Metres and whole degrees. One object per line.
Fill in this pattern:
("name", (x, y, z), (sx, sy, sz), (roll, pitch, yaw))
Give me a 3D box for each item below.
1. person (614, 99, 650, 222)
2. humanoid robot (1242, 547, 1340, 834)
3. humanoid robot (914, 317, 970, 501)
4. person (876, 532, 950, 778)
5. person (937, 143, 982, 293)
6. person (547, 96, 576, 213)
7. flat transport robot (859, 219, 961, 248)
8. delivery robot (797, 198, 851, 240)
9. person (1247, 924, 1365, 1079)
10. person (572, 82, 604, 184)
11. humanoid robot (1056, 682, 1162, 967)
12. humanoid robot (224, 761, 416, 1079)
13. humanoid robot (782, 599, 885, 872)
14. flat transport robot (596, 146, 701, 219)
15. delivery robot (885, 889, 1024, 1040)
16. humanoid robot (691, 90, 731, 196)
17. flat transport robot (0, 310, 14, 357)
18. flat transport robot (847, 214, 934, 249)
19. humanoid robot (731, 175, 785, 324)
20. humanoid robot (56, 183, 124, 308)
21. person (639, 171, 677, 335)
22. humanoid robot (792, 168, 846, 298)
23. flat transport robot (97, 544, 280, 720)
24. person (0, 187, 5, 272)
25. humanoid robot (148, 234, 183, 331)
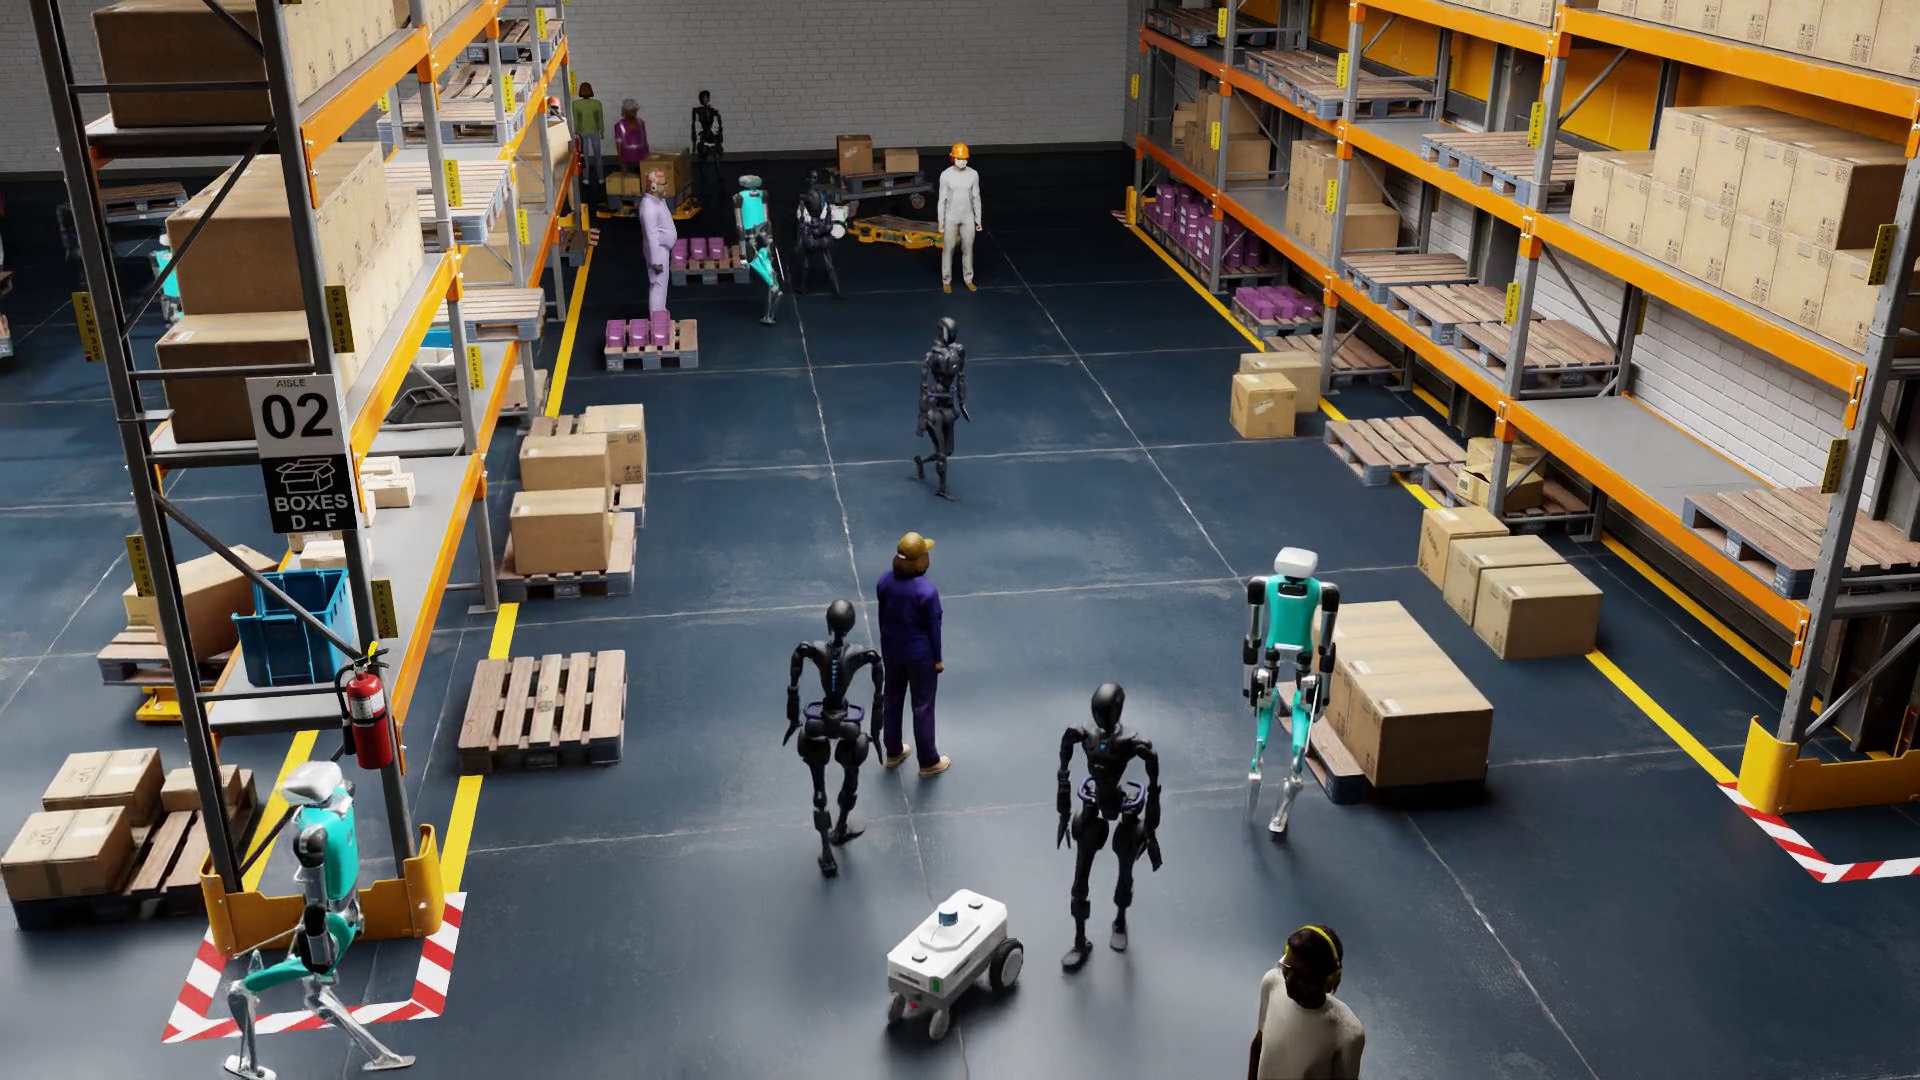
("person", (-4.811, -5.630, 24.604), (0.549, 1.773, 0.971), (-7, 25, -16))
("humanoid robot", (1.867, 1.018, 9.646), (0.536, 1.869, 0.738), (6, 24, 14))
("humanoid robot", (-0.234, -1.193, 14.664), (0.642, 1.628, 0.610), (20, 31, 38))
("person", (-0.296, 0.702, 10.387), (0.452, 1.623, 0.352), (16, 28, 31))
("person", (-0.004, -4.041, 20.881), (0.560, 1.888, 0.399), (-5, 24, -12))
("person", (-6.017, -5.773, 24.987), (0.558, 1.747, 0.330), (-5, 24, -11))
("flat transport robot", (-0.653, -4.337, 23.559), (1.431, 0.231, 0.659), (6, 25, 14))
("delivery robot", (-1.956, -4.607, 23.783), (0.739, 0.566, 0.499), (1, 24, 3))
("person", (1.284, 2.284, 6.479), (0.329, 1.876, 0.507), (-19, 30, -37))
("person", (-6.028, -6.610, 27.048), (0.492, 1.624, 0.279), (-6, 25, -14))
("humanoid robot", (0.782, 1.452, 8.635), (0.585, 1.642, 0.459), (8, 25, 18))
("humanoid robot", (-3.181, 1.826, 7.735), (0.984, 1.775, 0.542), (-1, 24, -1))
("humanoid robot", (-0.729, 1.095, 9.471), (0.609, 1.651, 0.527), (1, 24, 3))
("flat transport robot", (-4.694, -5.004, 25.079), (1.431, 0.231, 0.659), (2, 24, 5))
("delivery robot", (-0.043, 2.121, 8.514), (0.499, 0.614, 0.797), (15, 28, 30))
("humanoid robot", (-3.934, -6.223, 26.099), (0.604, 1.643, 0.370), (9, 25, 19))
("flat transport robot", (-10.973, -1.942, 18.102), (0.659, 0.231, 1.431), (-13, 27, -27))
("flat transport robot", (-0.897, -4.391, 23.682), (0.659, 0.231, 1.431), (-22, 32, -40))
("humanoid robot", (-2.250, -3.289, 19.453), (0.772, 1.860, 0.549), (18, 30, 36))
("humanoid robot", (-10.570, -3.591, 20.180), (0.806, 1.617, 0.590), (22, 32, 40))
("person", (-3.461, -3.315, 19.213), (0.406, 1.900, 0.634), (-2, 24, -4))
("humanoid robot", (-1.767, -3.802, 20.649), (0.783, 1.628, 0.601), (18, 30, 36))
("flat transport robot", (-5.164, 0.857, 11.726), (0.659, 0.231, 1.431), (0, 24, 1))
("person", (-12.703, -4.379, 21.590), (0.523, 1.927, 0.503), (-13, 27, -27))
("humanoid robot", (-7.901, -2.367, 17.324), (0.541, 1.783, 1.034), (6, 24, 12))
